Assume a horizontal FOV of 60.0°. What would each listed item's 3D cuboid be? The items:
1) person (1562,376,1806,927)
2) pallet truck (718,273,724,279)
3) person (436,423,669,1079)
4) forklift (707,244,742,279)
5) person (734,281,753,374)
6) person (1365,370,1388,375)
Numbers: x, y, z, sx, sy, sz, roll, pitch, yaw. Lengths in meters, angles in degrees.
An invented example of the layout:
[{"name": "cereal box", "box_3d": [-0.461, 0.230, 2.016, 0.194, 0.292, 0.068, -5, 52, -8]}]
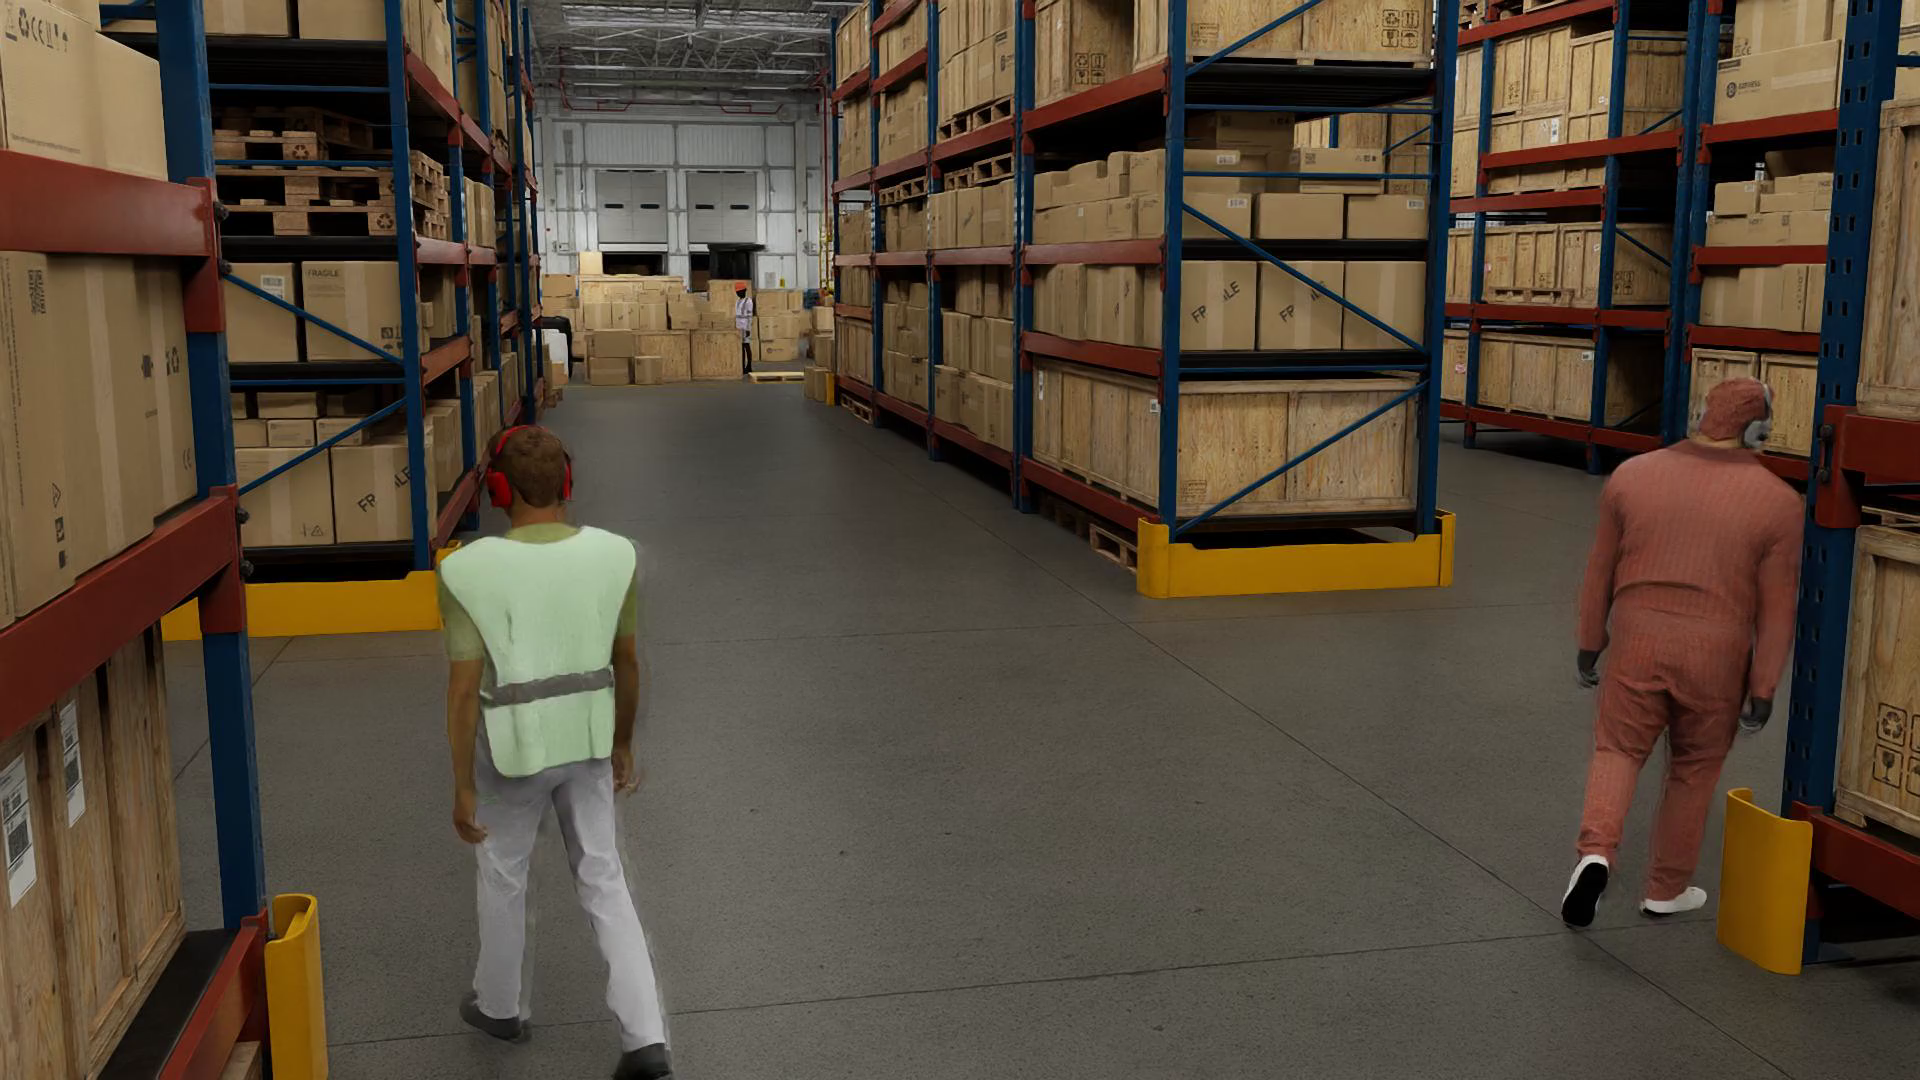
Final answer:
[{"name": "person", "box_3d": [2.348, 0.404, 5.458, 0.699, 1.867, 0.733, 7, 12, 37]}, {"name": "pallet truck", "box_3d": [-8.580, -8.986, 62.280, 1.885, 1.965, 0.823, 1, 9, 5]}, {"name": "person", "box_3d": [-1.116, 0.585, 4.531, 0.588, 1.806, 0.914, -7, 11, -35]}, {"name": "forklift", "box_3d": [-6.214, -6.448, 44.126, 1.873, 2.768, 1.129, 9, 13, 44]}, {"name": "person", "box_3d": [-4.551, -4.436, 34.755, 0.366, 1.931, 0.542, -8, 12, -39]}, {"name": "person", "box_3d": [3.722, -1.138, 15.381, 0.319, 1.690, 0.530, -9, 13, -43]}]
